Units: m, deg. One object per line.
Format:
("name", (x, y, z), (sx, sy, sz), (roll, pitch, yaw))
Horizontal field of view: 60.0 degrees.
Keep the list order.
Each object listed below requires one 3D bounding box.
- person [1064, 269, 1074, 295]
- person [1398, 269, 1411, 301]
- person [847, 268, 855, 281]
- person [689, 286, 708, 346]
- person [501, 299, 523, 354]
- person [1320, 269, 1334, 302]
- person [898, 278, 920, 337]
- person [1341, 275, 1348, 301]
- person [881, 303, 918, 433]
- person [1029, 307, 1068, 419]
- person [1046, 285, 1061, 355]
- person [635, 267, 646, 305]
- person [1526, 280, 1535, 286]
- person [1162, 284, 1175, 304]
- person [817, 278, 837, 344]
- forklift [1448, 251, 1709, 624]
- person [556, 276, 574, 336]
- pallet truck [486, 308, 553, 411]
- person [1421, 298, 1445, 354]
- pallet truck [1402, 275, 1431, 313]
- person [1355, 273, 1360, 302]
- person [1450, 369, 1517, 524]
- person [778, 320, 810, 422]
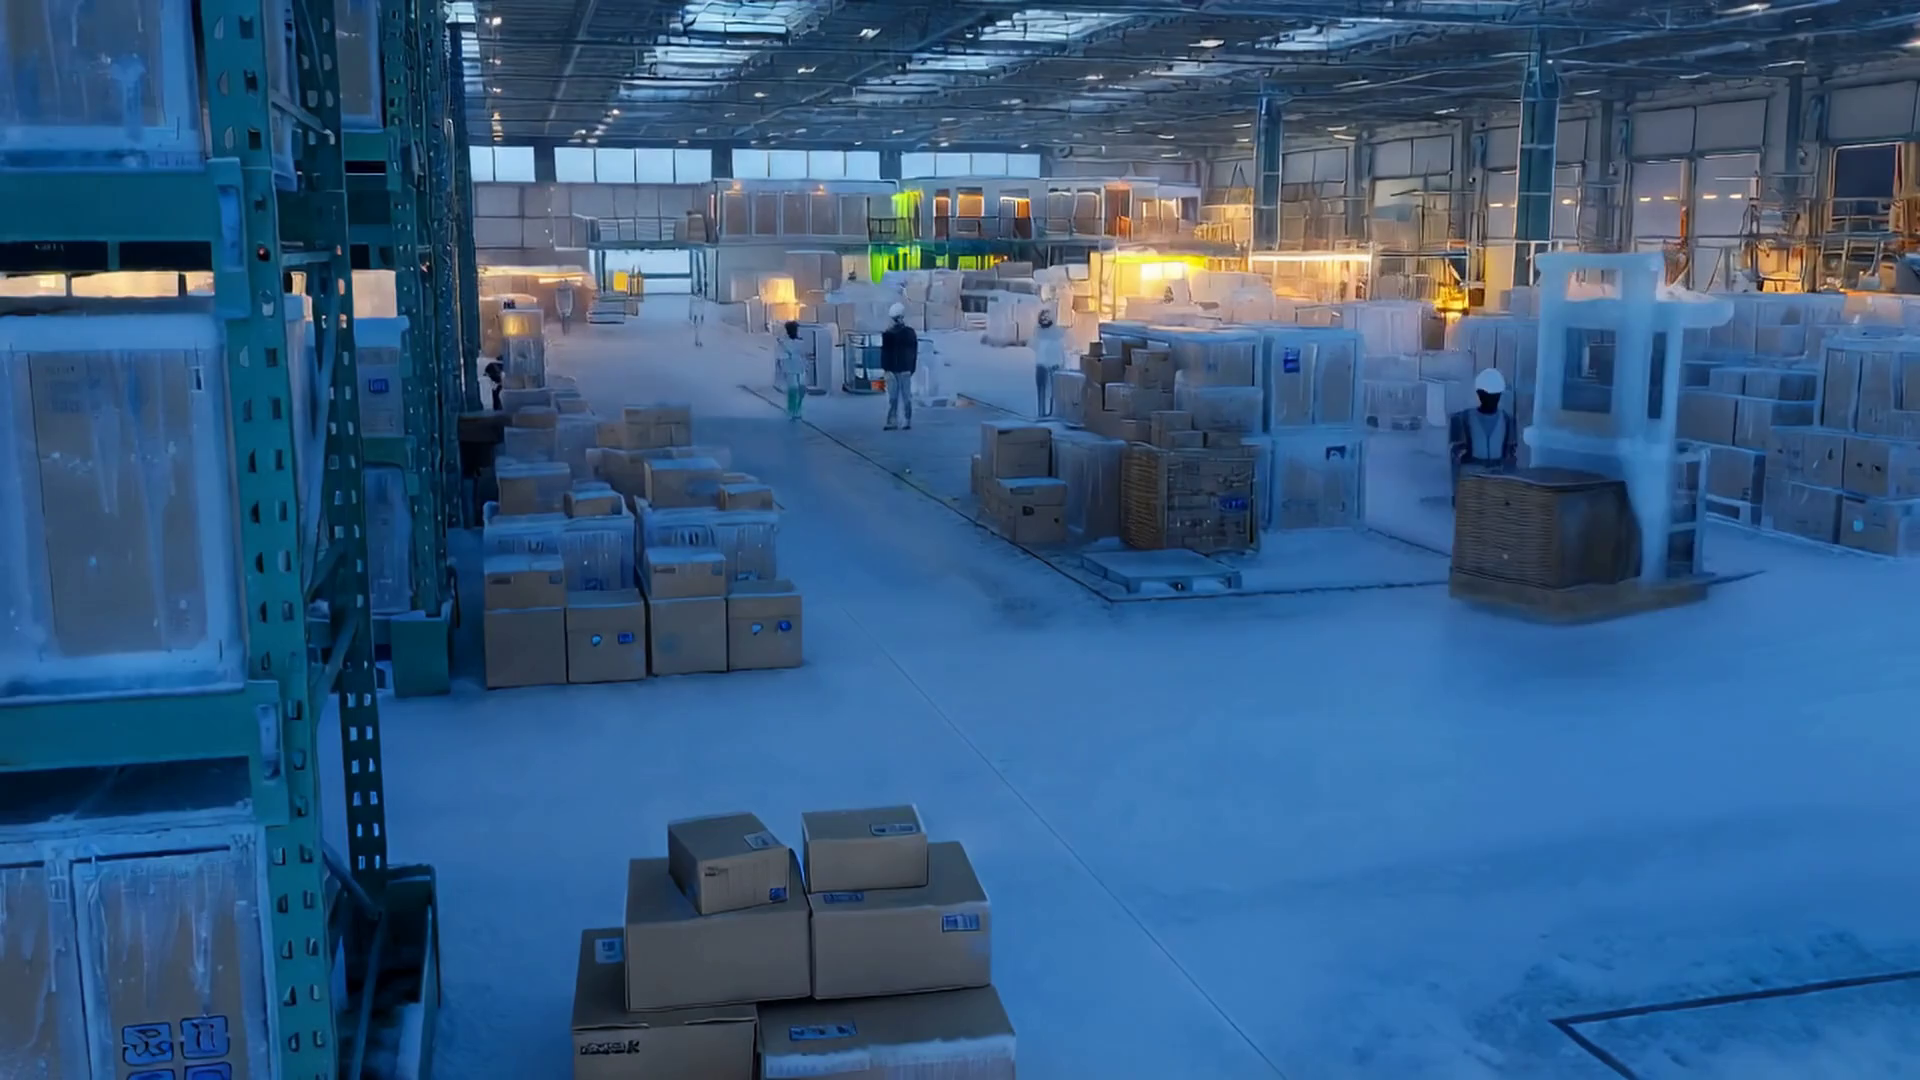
("person", (4.474, -10.326, 69.393), (0.589, 1.911, 0.378), (3, 10, 15))
("person", (18.971, -10.619, 71.123), (0.633, 1.893, 1.017), (-2, 10, -13))
("person", (-5.012, -11.494, 76.098), (0.940, 1.884, 0.604), (4, 11, 22))
("person", (-7.505, -6.415, 47.750), (0.547, 1.717, 0.877), (-1, 10, -4))
("person", (-10.467, -4.803, 38.880), (0.519, 1.639, 0.312), (-6, 12, -29))
("person", (17.512, -12.012, 79.248), (0.661, 1.803, 0.727), (-5, 11, -26))
("person", (-1.782, -7.333, 52.521), (0.996, 1.890, 0.546), (0, 10, 0))
("person", (15.060, -9.368, 64.314), (0.636, 1.802, 0.916), (-4, 11, -19))
("person", (-0.955, -2.650, 25.684), (0.624, 1.992, 0.390), (5, 11, 28))
("person", (1.430, -2.809, 26.839), (0.628, 1.911, 0.952), (1, 10, 4))
("person", (2.458, -5.823, 44.052), (0.323, 1.860, 0.506), (-8, 13, -37))
("person", (-15.741, -12.495, 81.861), (0.508, 1.844, 0.342), (7, 12, 35))
("person", (14.333, -5.521, 41.816), (0.695, 2.000, 0.671), (1, 10, 8))
("person", (5.538, -5.734, 43.463), (0.583, 1.882, 0.337), (6, 12, 32))
("person", (-3.874, -6.679, 48.601), (0.602, 1.958, 0.381), (-4, 11, -23))
("forklift", (4.930, -0.873, 13.119), (1.873, 2.768, 1.129), (-6, 12, -31))
("person", (-12.705, -7.523, 53.516), (0.568, 1.904, 0.789), (-3, 11, -18))
("pallet truck", (-6.242, -2.418, 24.362), (0.823, 1.965, 1.885), (1, 10, 3))
("person", (8.650, -3.516, 30.805), (0.633, 1.924, 0.701), (-5, 11, -26))
("pallet truck", (14.620, -7.324, 52.145), (0.823, 1.965, 1.885), (8, 13, 40))
("person", (15.161, -9.344, 64.015), (0.441, 1.851, 0.536), (-8, 13, -38))
("person", (4.191, -0.405, 13.266), (0.550, 1.895, 0.949), (0, 10, 2))
("person", (-2.701, -2.752, 27.149), (0.553, 1.675, 0.405), (-7, 12, -35))
